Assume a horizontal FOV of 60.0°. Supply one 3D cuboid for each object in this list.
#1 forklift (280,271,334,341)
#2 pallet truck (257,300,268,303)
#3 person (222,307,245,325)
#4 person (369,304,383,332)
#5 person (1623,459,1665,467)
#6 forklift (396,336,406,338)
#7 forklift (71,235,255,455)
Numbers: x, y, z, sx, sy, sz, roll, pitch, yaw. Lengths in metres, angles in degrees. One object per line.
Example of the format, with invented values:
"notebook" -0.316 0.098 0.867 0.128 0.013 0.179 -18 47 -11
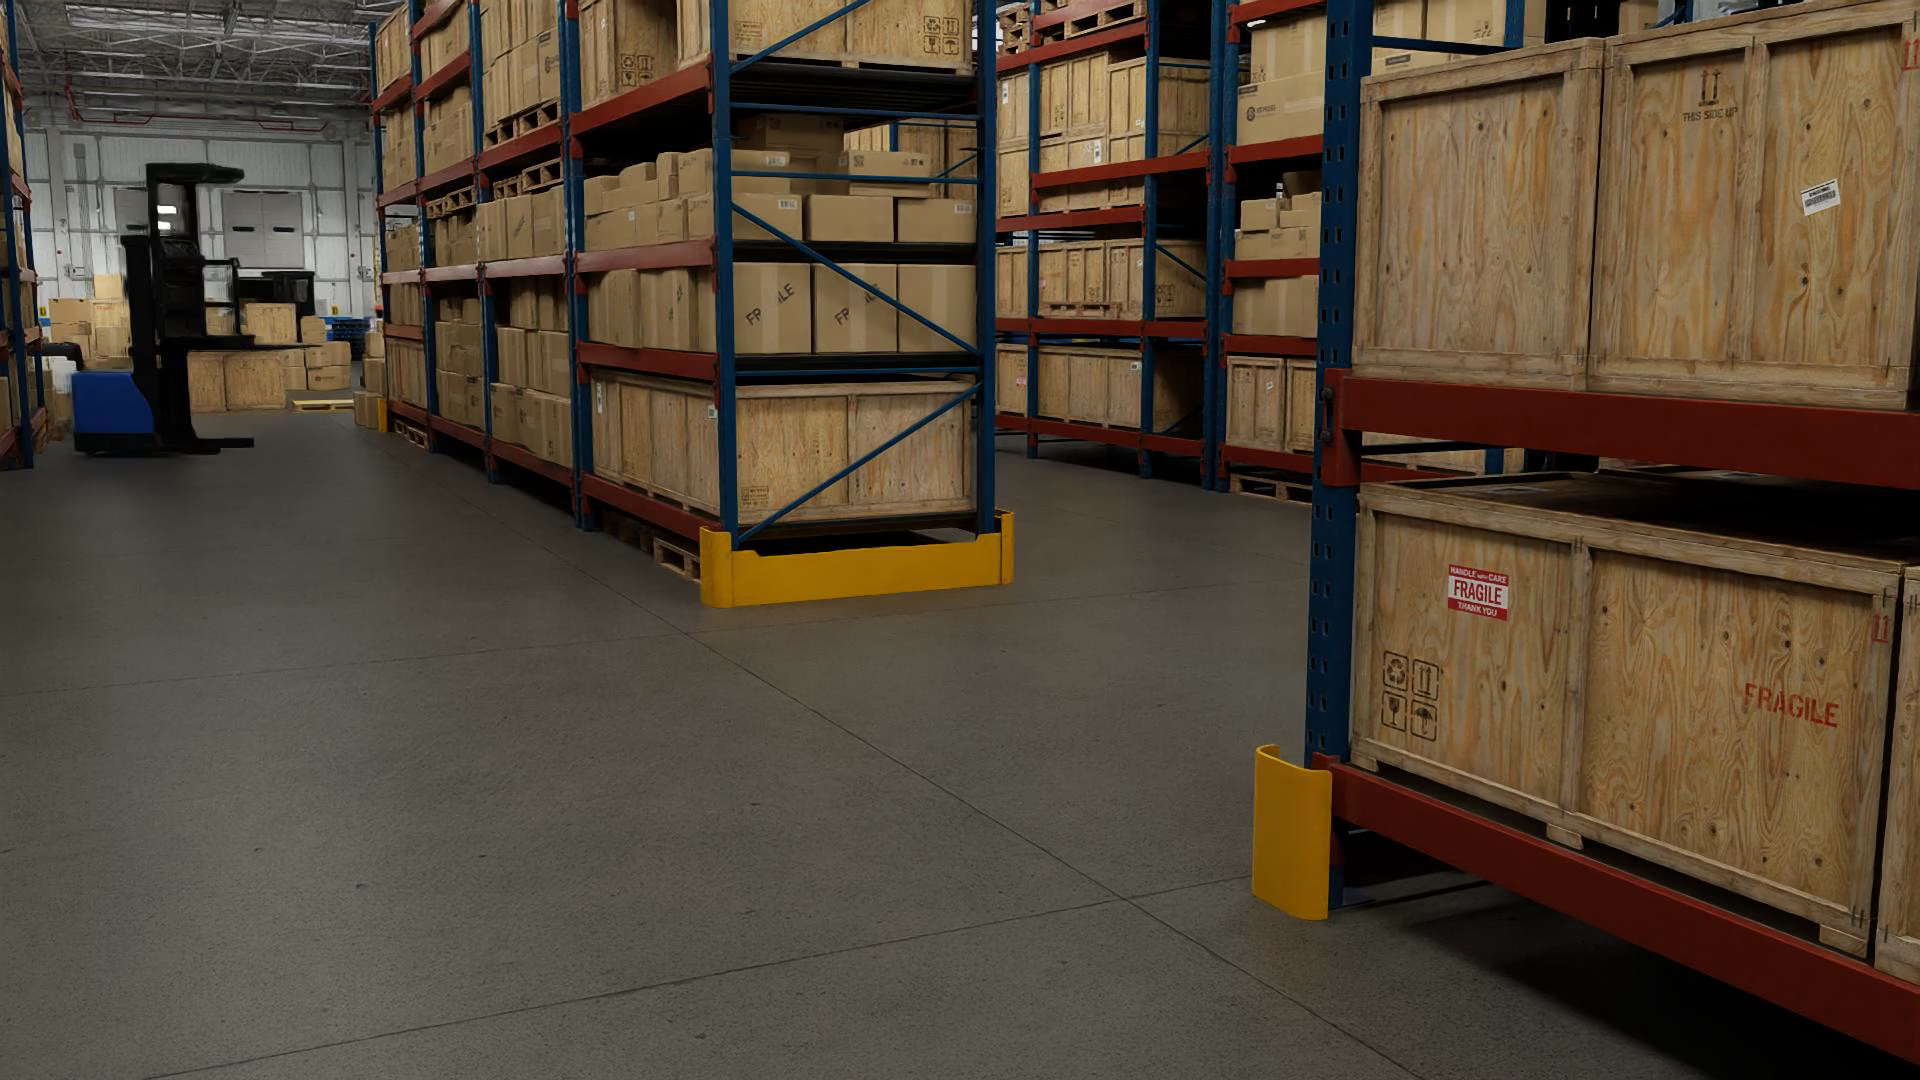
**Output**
"forklift" -19.063 -6.376 48.057 1.873 2.768 1.129 6 10 37
"pallet truck" -23.913 -7.404 58.171 1.885 1.965 0.823 -1 8 -9
"person" -20.637 -5.793 47.294 0.637 1.932 0.363 -1 8 -7
"person" -14.603 -4.989 41.885 0.674 1.893 0.569 6 10 38
"person" 4.128 -0.248 9.307 0.810 1.865 0.430 2 8 11
"forklift" -10.728 -4.194 33.008 1.129 2.768 1.873 -4 9 -26
"forklift" -10.377 -2.525 21.502 1.873 2.768 1.129 0 8 0
